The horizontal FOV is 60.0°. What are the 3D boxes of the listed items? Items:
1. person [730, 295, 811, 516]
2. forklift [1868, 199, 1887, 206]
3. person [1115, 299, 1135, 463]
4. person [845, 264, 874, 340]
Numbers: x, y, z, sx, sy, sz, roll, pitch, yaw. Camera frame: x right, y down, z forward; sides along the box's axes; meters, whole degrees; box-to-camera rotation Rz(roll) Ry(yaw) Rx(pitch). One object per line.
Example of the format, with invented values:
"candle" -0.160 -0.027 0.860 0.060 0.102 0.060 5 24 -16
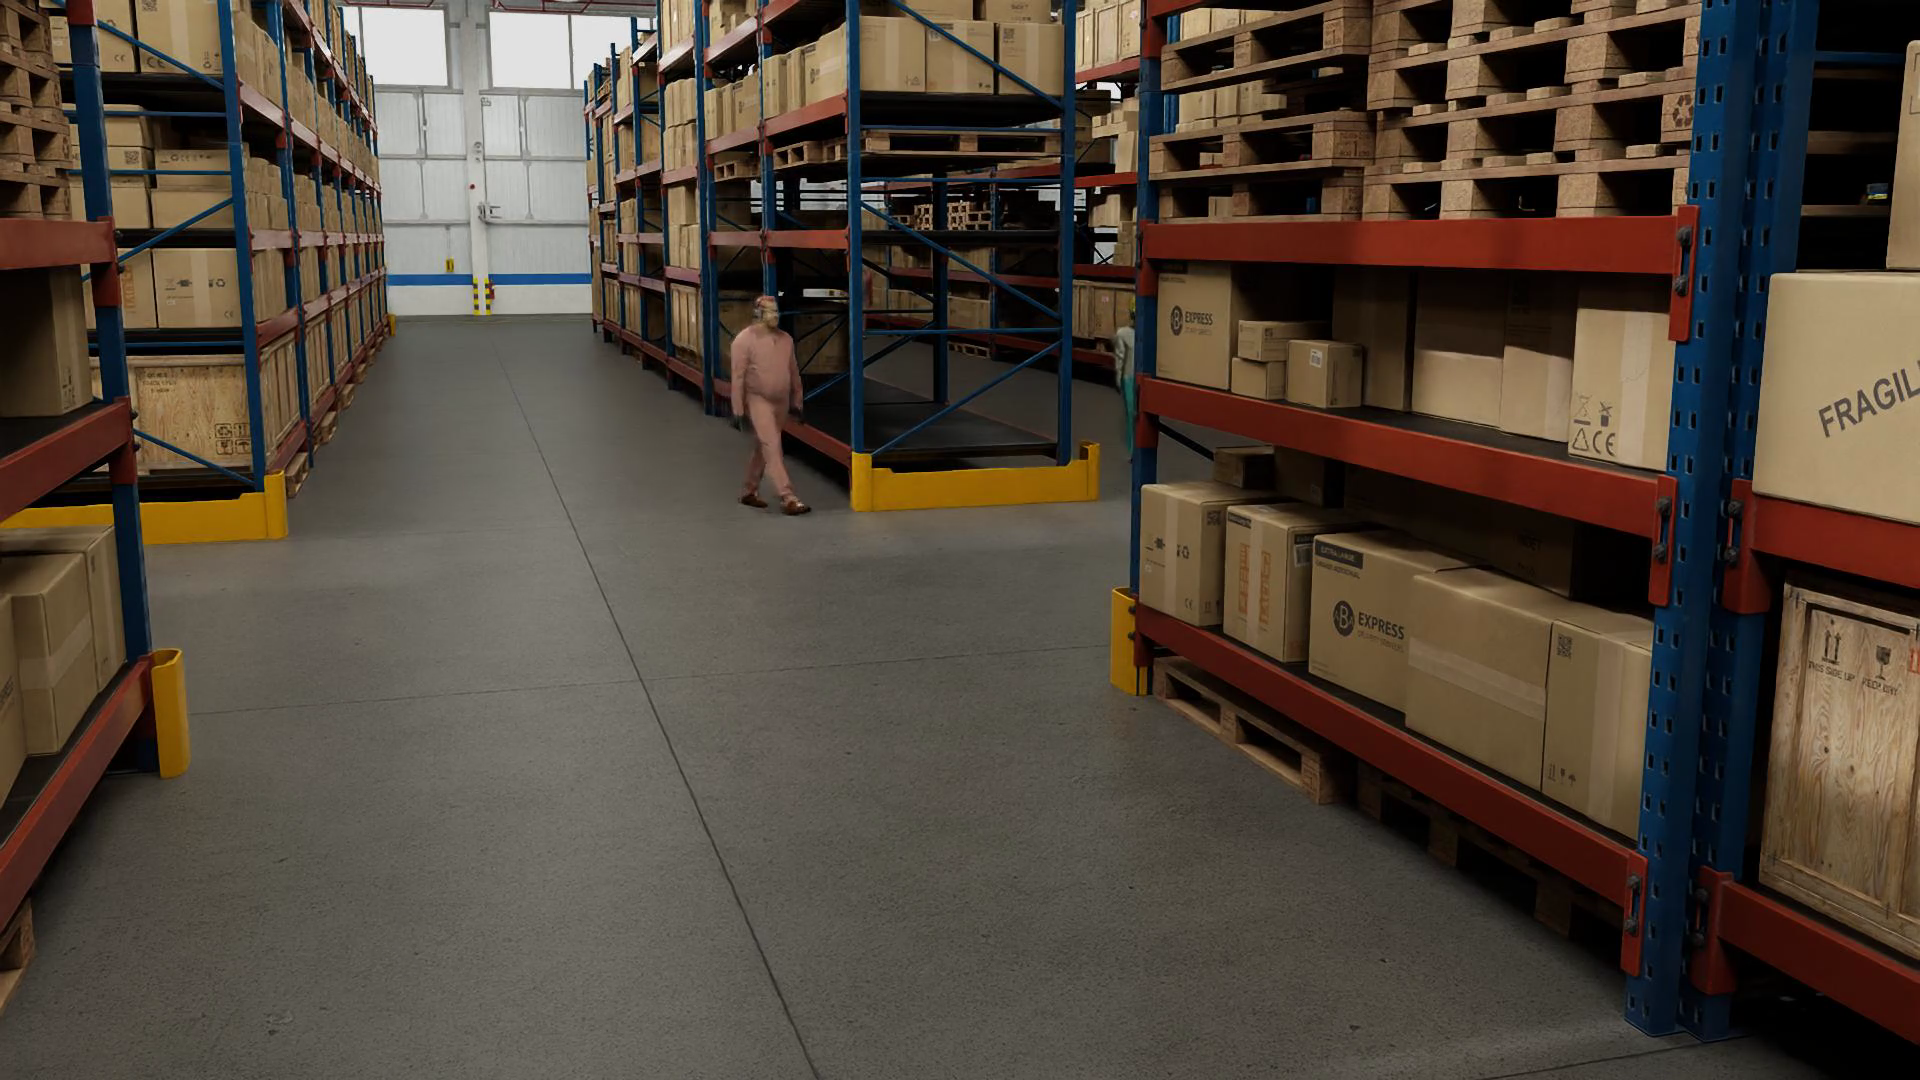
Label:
"person" -1.606 -1.154 14.208 0.986 1.852 0.664 9 14 40
"forklift" 11.338 -2.915 21.052 1.129 2.768 1.873 -3 11 -17
"person" 1.884 -1.643 17.250 0.540 1.721 0.888 -1 10 -3
"person" -2.316 -5.558 38.269 0.651 1.892 0.517 -2 11 -13
